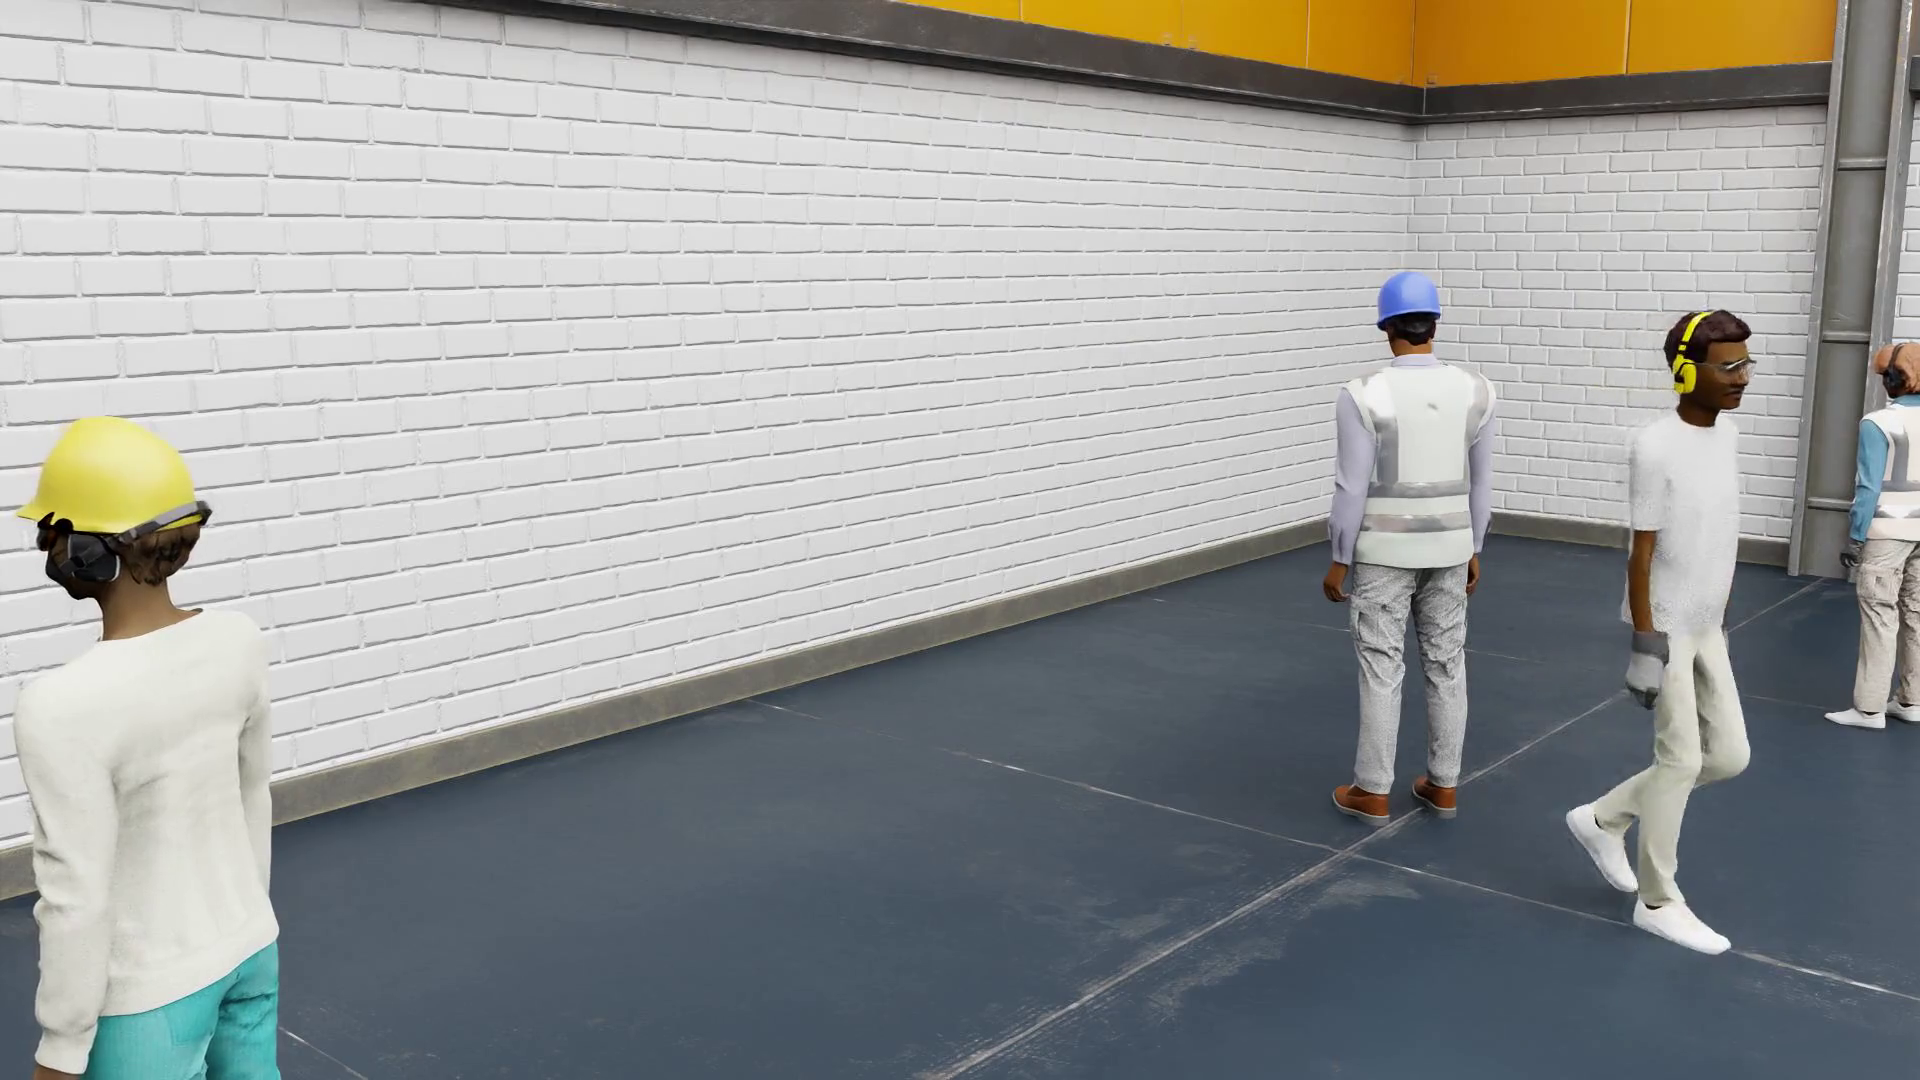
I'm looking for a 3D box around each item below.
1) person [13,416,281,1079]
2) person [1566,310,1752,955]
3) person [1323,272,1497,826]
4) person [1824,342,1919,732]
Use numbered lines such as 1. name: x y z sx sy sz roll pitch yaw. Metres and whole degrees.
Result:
1. person: -1.270 0.686 2.647 0.303 1.772 0.522 2 10 10
2. person: 2.078 0.256 4.857 0.542 1.852 0.477 -8 13 -38
3. person: 1.568 0.040 5.846 0.603 1.937 0.402 -2 10 -12
4. person: 3.925 -0.008 6.974 0.510 1.639 0.308 -4 11 -22
